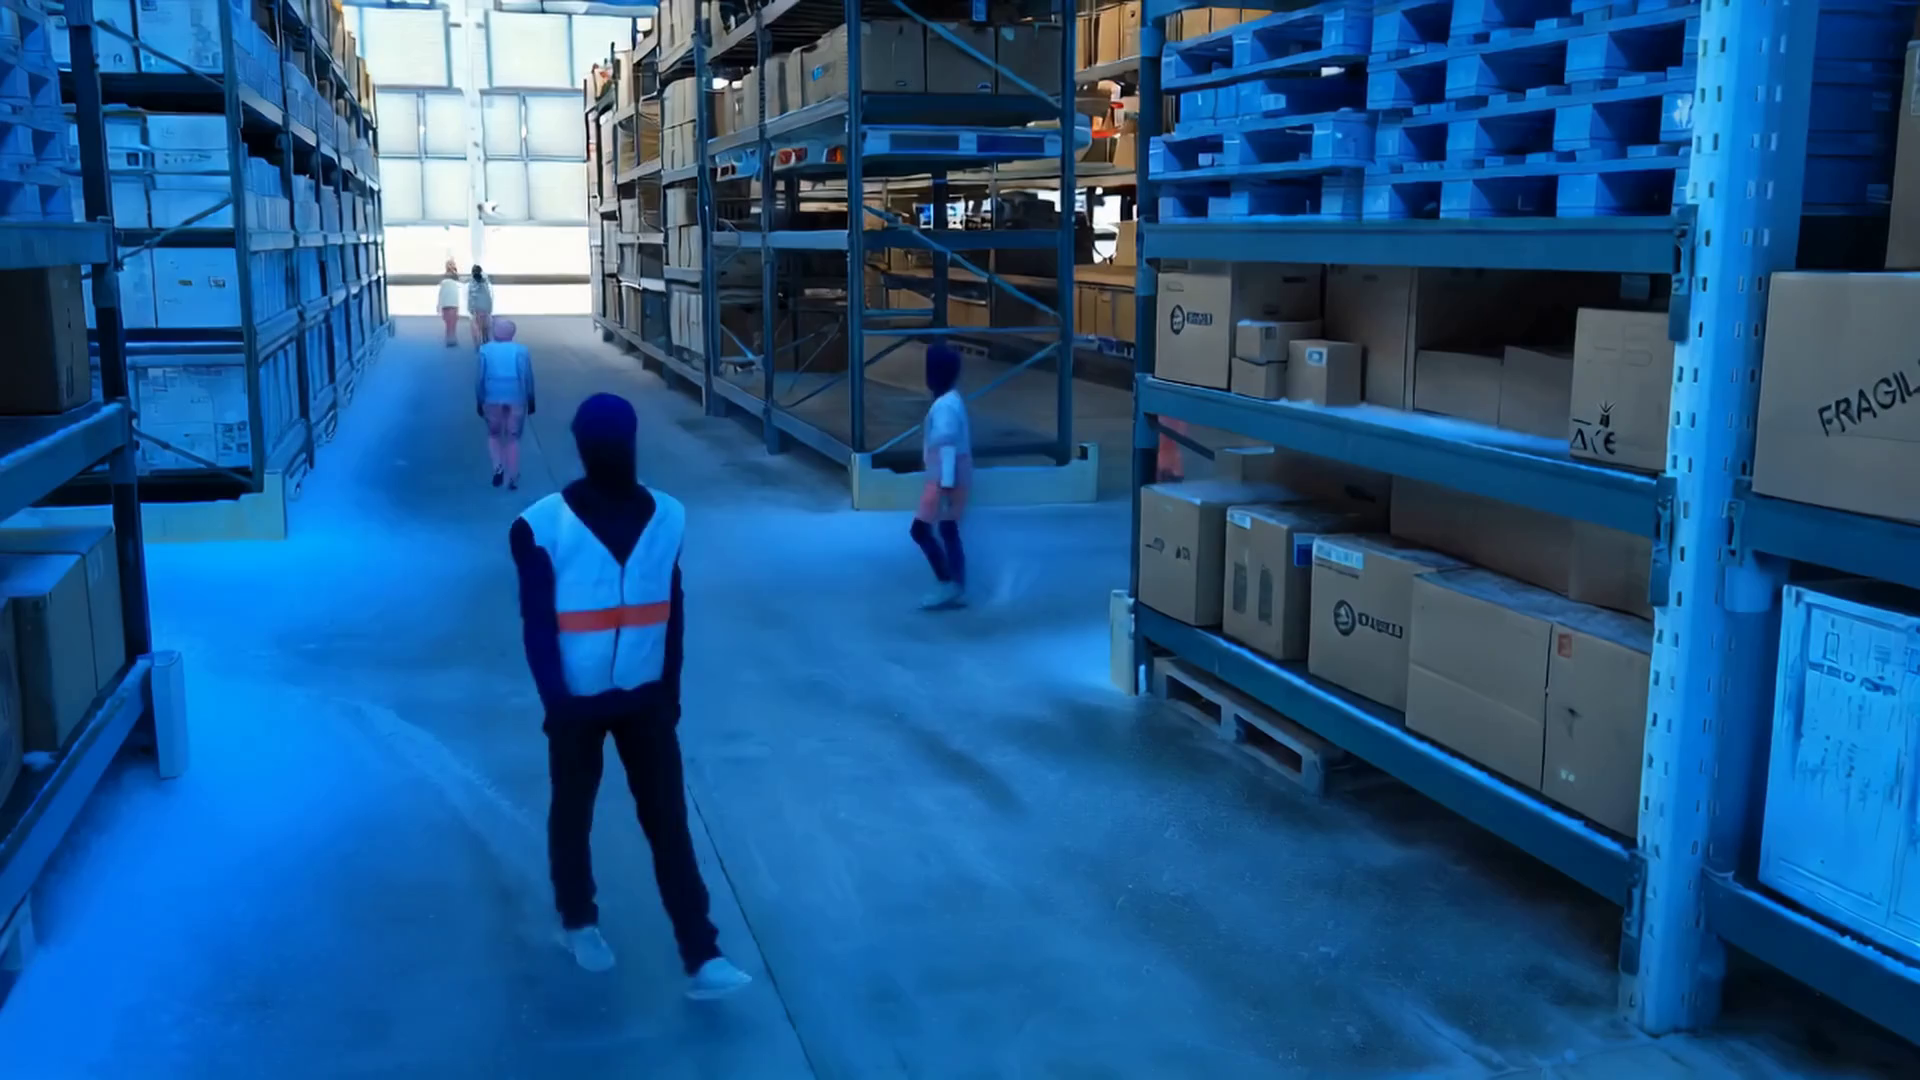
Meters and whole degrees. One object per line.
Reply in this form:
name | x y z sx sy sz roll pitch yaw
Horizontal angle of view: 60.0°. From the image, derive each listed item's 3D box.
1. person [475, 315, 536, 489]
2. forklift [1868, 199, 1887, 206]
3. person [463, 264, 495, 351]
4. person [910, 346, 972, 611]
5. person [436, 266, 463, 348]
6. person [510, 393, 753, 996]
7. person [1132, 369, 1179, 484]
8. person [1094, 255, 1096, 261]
person | -4.242 -1.288 15.556 0.546 1.619 0.460 -3 11 -15
forklift | 11.338 -2.915 21.052 1.129 2.768 1.873 -3 11 -17
person | -9.501 -4.538 32.862 0.612 1.813 0.423 -3 11 -18
person | -0.127 -0.370 10.389 0.405 1.675 0.553 1 10 4
person | -10.870 -5.001 35.639 0.580 1.724 0.833 3 11 14
person | -1.013 0.499 5.078 0.594 1.868 0.984 -8 13 -37
person | 1.840 -1.234 15.296 0.525 1.615 0.401 1 10 6
person | 3.202 -6.146 41.255 0.485 1.971 0.651 2 10 9
